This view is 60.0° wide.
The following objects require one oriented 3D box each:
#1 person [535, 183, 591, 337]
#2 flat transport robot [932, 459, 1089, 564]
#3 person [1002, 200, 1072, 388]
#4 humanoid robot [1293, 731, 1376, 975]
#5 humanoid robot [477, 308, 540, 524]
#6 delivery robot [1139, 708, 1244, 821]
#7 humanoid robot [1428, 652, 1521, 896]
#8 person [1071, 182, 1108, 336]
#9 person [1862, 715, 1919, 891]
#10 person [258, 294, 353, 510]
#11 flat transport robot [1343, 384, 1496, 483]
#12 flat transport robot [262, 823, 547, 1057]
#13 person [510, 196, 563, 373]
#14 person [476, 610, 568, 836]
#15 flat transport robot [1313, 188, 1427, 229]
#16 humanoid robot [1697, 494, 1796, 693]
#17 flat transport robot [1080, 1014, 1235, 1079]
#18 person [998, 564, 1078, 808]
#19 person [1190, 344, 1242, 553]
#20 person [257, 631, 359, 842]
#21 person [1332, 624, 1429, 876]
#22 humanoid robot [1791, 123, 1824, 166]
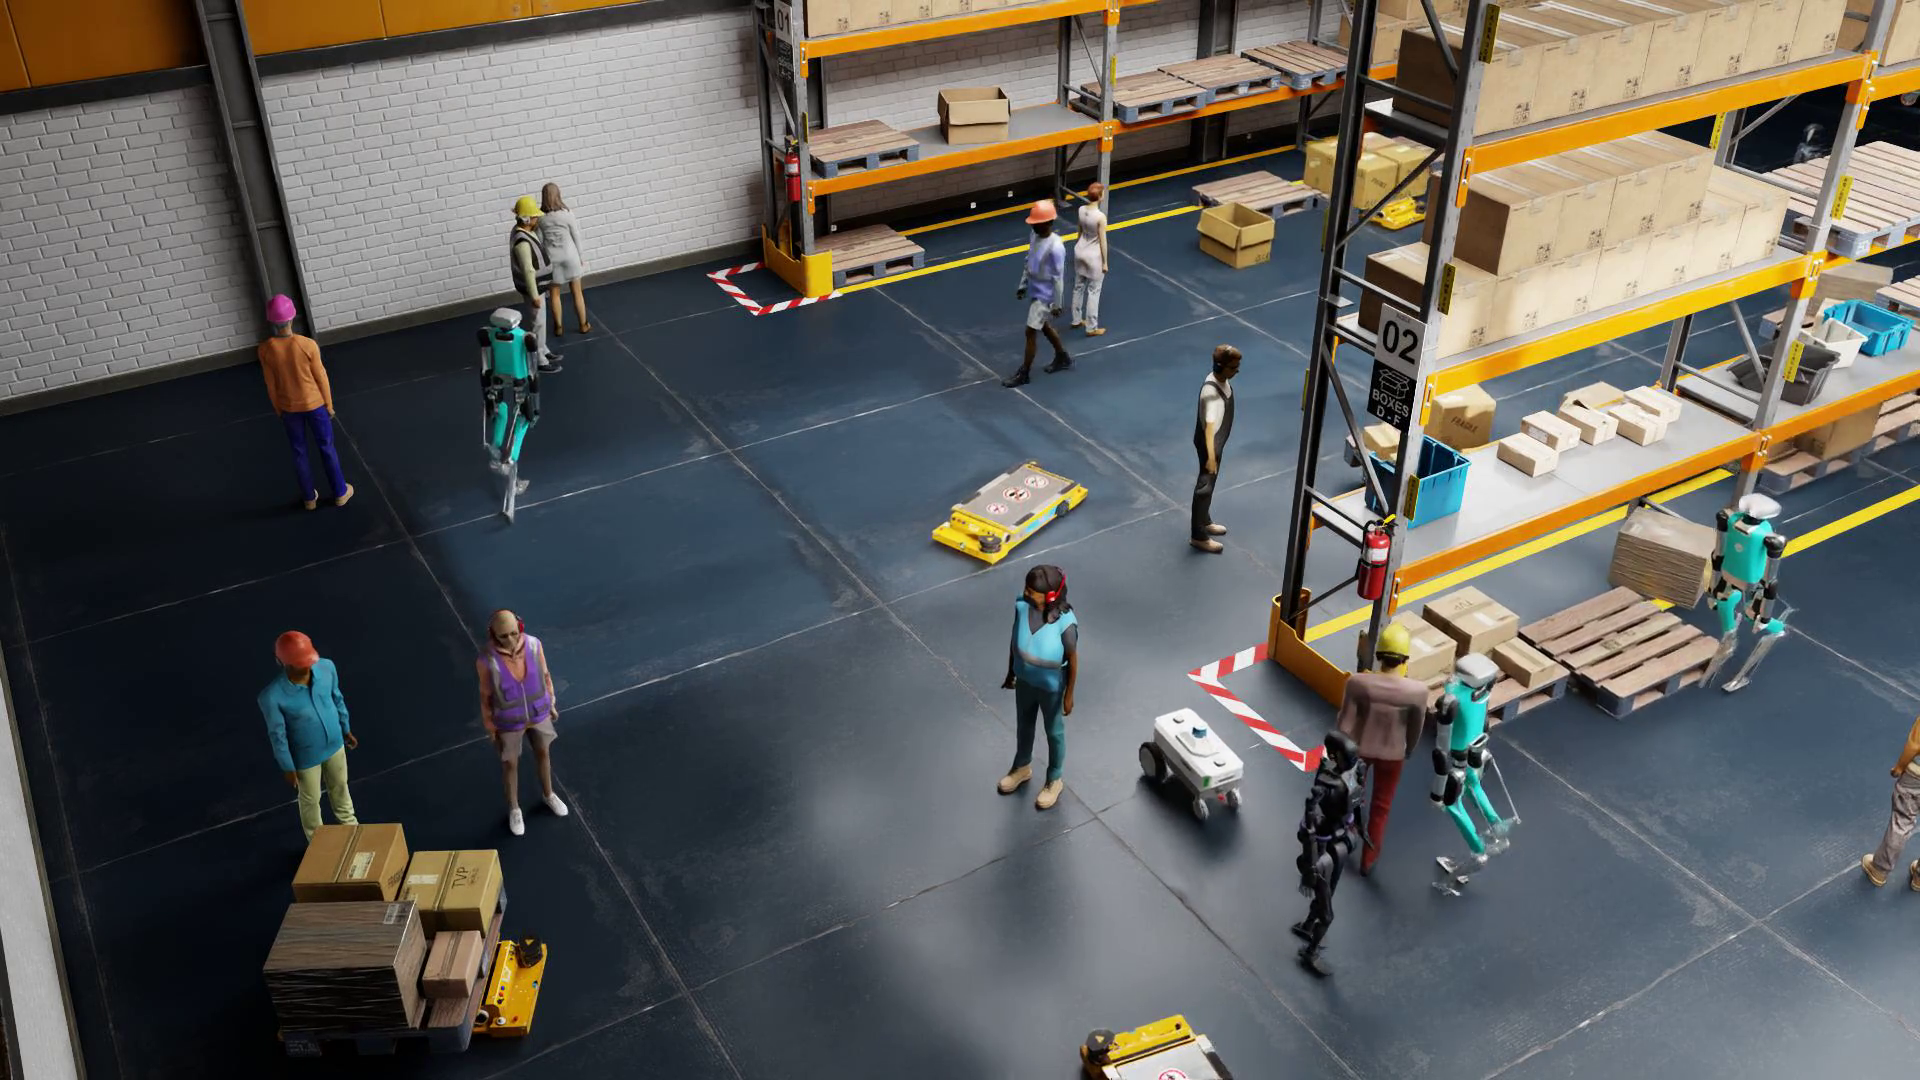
[{"bbox_3d":[-4.200,-2.944,17.467,0.484,1.659,0.343,-5,32,-8],"label":"person"},{"bbox_3d":[0.455,-0.268,14.511,0.659,0.231,1.431,22,38,31],"label":"flat transport robot"},{"bbox_3d":[0.808,-2.465,16.481,0.831,1.909,0.560,-12,34,-19],"label":"person"},{"bbox_3d":[2.217,1.812,9.873,0.600,1.651,0.404,-25,40,-34],"label":"humanoid robot"},{"bbox_3d":[-3.952,-1.013,14.351,0.560,1.797,0.933,4,32,7],"label":"humanoid robot"},{"bbox_3d":[1.618,1.500,11.440,0.499,0.614,0.815,-14,35,-21],"label":"delivery robot"},{"bbox_3d":[3.204,1.532,10.239,0.533,1.777,0.641,-27,41,-36],"label":"humanoid robot"},{"bbox_3d":[1.378,-2.958,17.499,0.283,1.650,0.432,-25,40,-34],"label":"person"},{"bbox_3d":[6.079,1.446,10.357,0.475,1.777,0.307,8,33,12],"label":"person"},{"bbox_3d":[-5.671,-1.176,14.348,0.507,1.985,0.373,-6,33,-10],"label":"person"},{"bbox_3d":[4.191,-0.417,14.749,0.659,0.231,1.431,-7,33,-11],"label":"flat transport robot"},{"bbox_3d":[-3.229,2.651,9.855,1.431,0.231,0.659,-1,32,-2],"label":"flat transport robot"},{"bbox_3d":[-4.280,-2.570,16.728,0.403,1.821,0.595,-6,33,-9],"label":"person"},{"bbox_3d":[-2.870,1.165,10.882,0.492,1.693,0.340,-20,37,-29],"label":"person"},{"bbox_3d":[5.093,-4.245,20.853,0.659,0.231,1.431,-24,39,-33],"label":"flat transport robot"},{"bbox_3d":[5.774,0.415,12.073,0.806,1.802,0.541,-16,36,-24],"label":"humanoid robot"},{"bbox_3d":[1.251,3.174,9.022,0.659,0.231,1.431,-12,34,-18],"label":"flat transport robot"},{"bbox_3d":[0.542,0.946,11.070,0.528,1.869,0.394,22,38,31],"label":"person"},{"bbox_3d":[2.120,-0.781,13.852,0.346,1.840,0.504,8,33,13],"label":"person"},{"bbox_3d":[-4.096,1.311,10.595,0.324,1.751,0.558,18,36,26],"label":"person"},{"bbox_3d":[2.640,1.330,10.576,0.523,1.737,0.501,11,34,16],"label":"person"},{"bbox_3d":[9.620,-3.977,19.132,0.757,1.630,0.602,-2,32,-3],"label":"humanoid robot"}]
